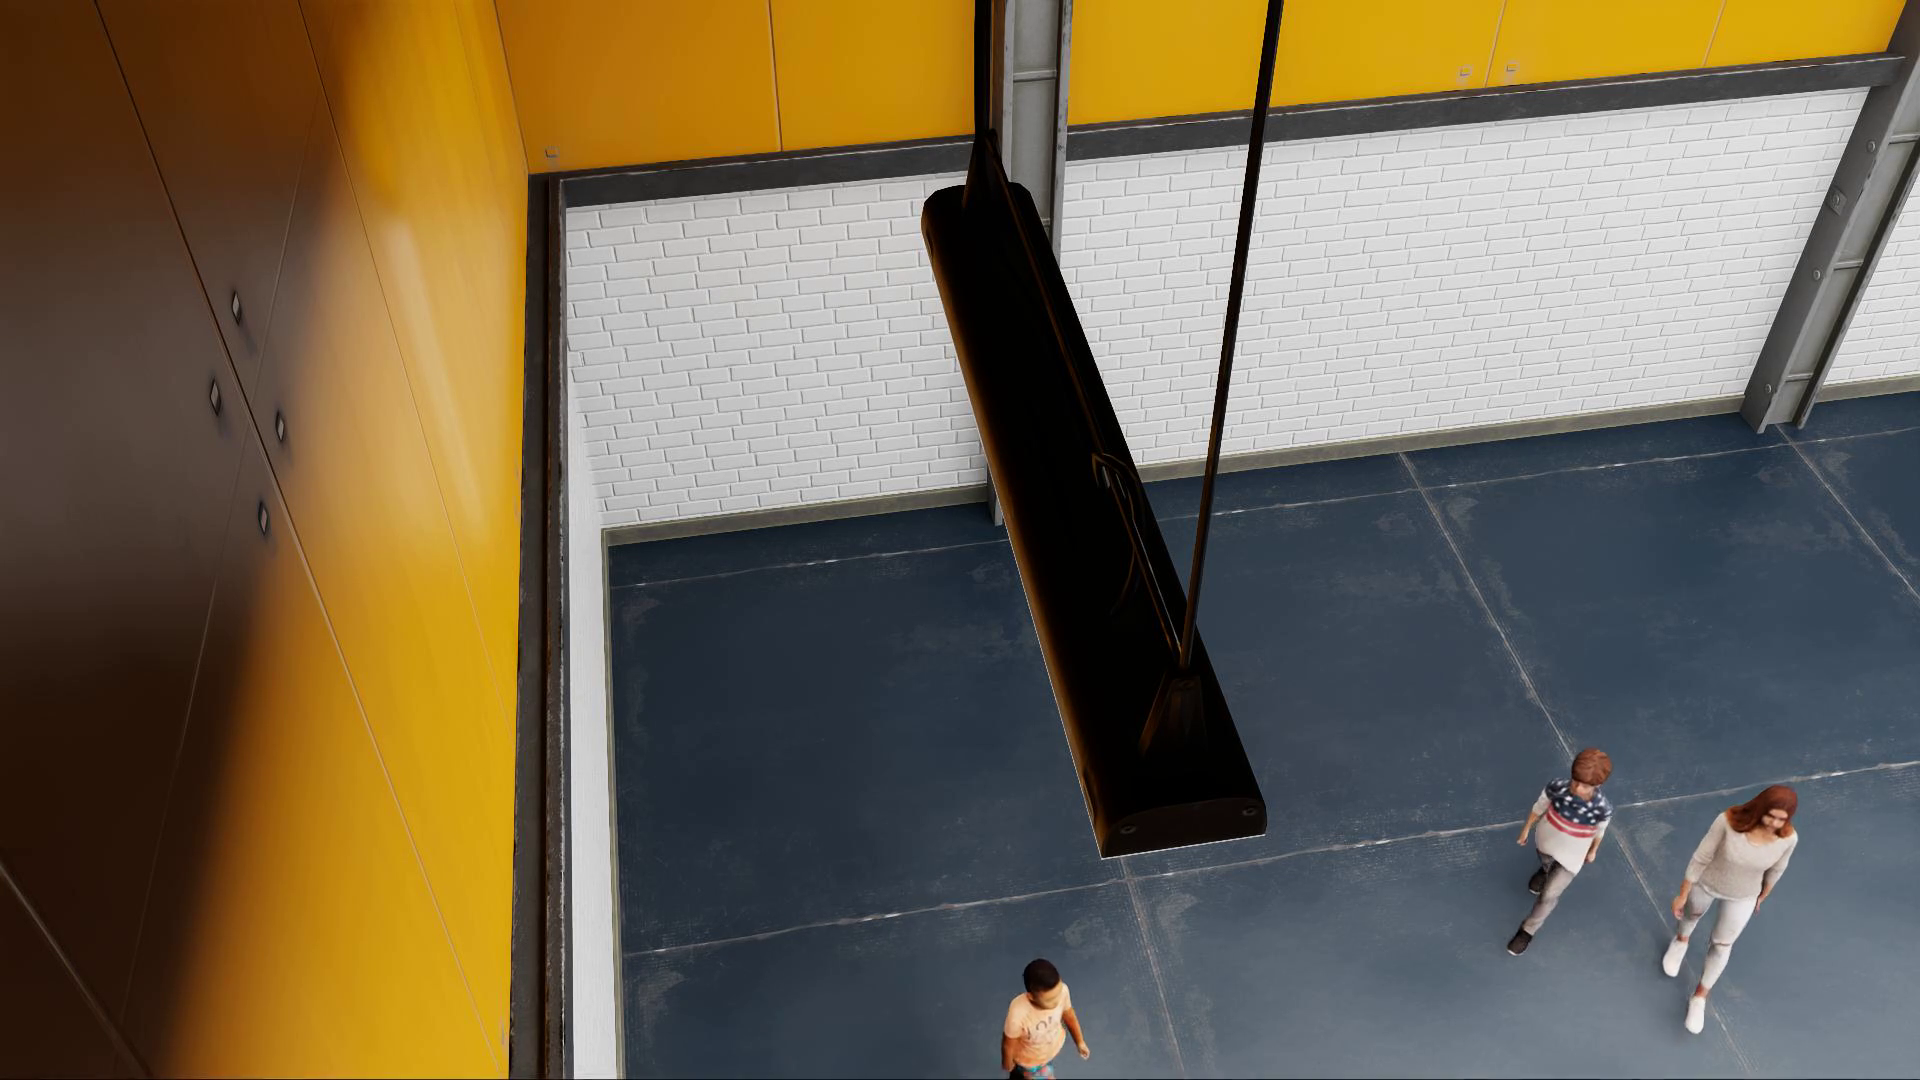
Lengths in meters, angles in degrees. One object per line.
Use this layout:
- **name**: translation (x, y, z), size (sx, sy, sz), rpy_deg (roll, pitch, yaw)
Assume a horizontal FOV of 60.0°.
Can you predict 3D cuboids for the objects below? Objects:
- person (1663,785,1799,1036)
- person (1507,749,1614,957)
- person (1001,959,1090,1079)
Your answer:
- **person**: translation (4.074, 1.781, 8.885), size (0.923, 1.687, 0.939), rpy_deg (18, 46, 18)
- **person**: translation (3.376, 1.621, 9.257), size (0.915, 1.406, 1.018), rpy_deg (30, 51, 28)
- **person**: translation (0.335, 2.495, 8.318), size (0.892, 1.436, 0.881), rpy_deg (32, 52, 29)
